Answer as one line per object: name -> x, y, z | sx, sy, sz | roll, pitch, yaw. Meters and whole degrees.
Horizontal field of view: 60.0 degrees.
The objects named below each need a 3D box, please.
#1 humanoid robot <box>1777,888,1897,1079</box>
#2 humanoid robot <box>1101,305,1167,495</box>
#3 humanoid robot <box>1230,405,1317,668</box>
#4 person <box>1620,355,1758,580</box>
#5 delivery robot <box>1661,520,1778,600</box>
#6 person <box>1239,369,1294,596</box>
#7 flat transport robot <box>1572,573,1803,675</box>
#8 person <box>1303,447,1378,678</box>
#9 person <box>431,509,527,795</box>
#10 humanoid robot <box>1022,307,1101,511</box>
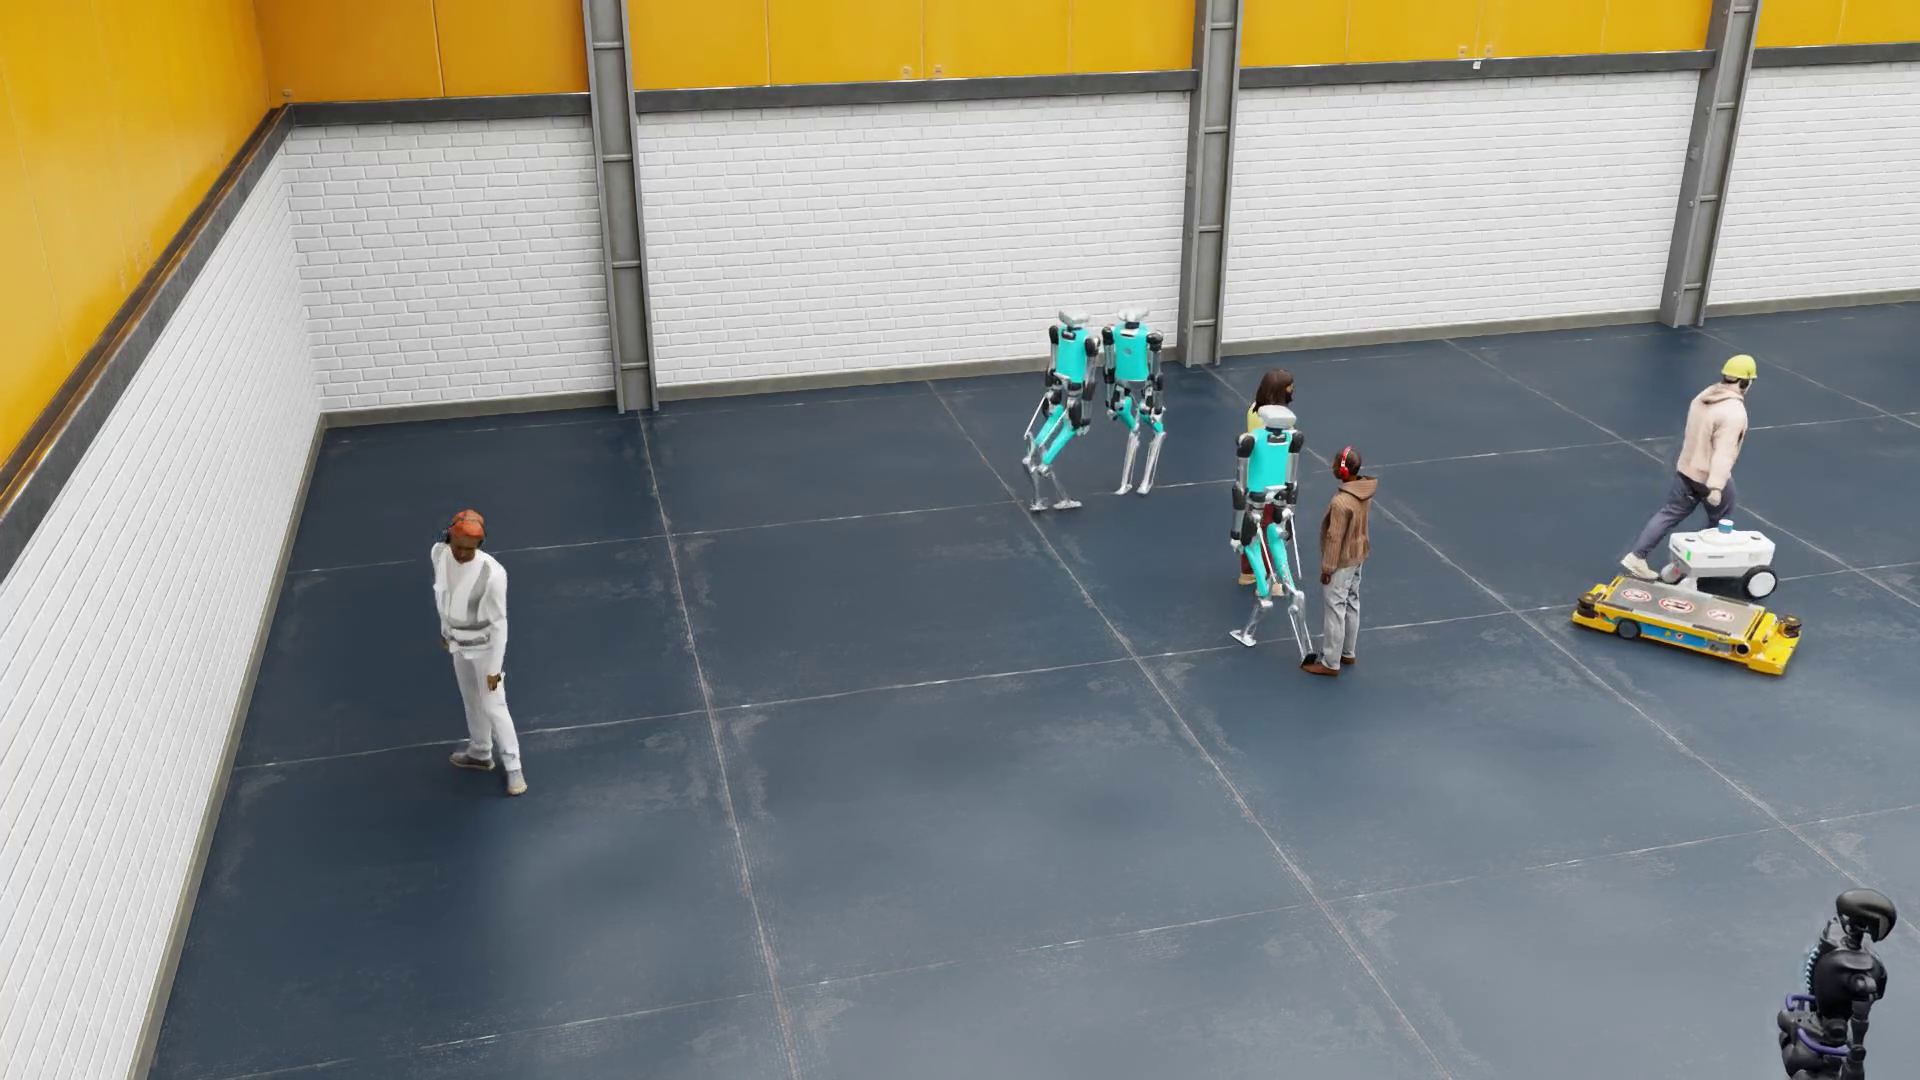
humanoid robot -> 3.474, 2.102, 6.857 | 0.562, 1.644, 0.584 | 4, 24, 8
humanoid robot -> 1.552, -1.200, 14.279 | 0.535, 1.781, 0.761 | 12, 26, 25
humanoid robot -> 2.269, 0.039, 11.507 | 0.582, 1.819, 0.908 | -11, 26, -24
person -> 5.642, -0.534, 12.679 | 0.963, 1.809, 0.822 | -4, 24, -9
delivery robot -> 5.808, 0.136, 12.696 | 0.797, 0.595, 0.499 | -2, 24, -4
person -> 2.305, -0.430, 12.475 | 0.375, 1.768, 0.470 | -9, 25, -20
flat transport robot -> 5.254, 0.587, 12.027 | 1.431, 0.231, 0.659 | 16, 28, 32
person -> 2.609, 0.151, 11.307 | 0.322, 1.647, 0.463 | 16, 29, 33
person -> -2.931, 0.635, 9.965 | 0.710, 1.856, 0.349 | 17, 29, 33
humanoid robot -> 0.755, -1.024, 13.837 | 0.747, 1.761, 0.534 | -20, 30, -37
